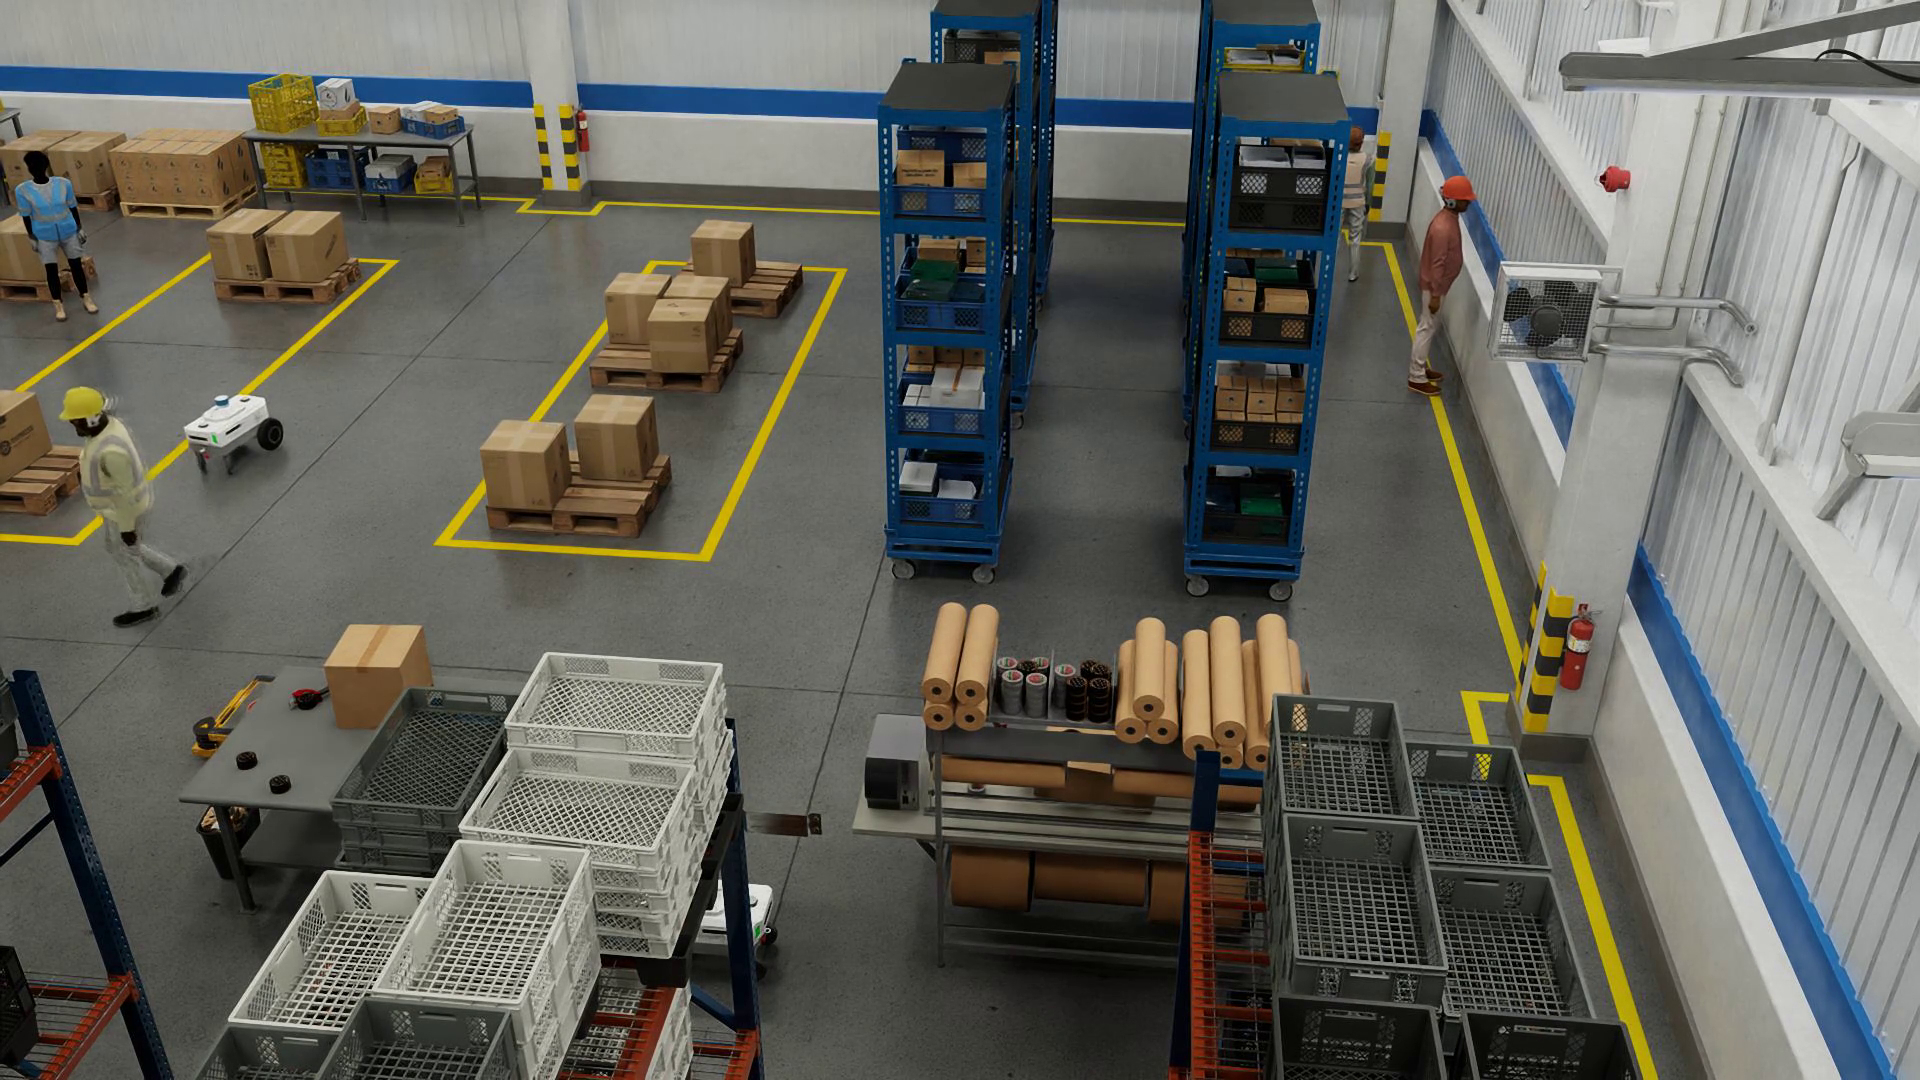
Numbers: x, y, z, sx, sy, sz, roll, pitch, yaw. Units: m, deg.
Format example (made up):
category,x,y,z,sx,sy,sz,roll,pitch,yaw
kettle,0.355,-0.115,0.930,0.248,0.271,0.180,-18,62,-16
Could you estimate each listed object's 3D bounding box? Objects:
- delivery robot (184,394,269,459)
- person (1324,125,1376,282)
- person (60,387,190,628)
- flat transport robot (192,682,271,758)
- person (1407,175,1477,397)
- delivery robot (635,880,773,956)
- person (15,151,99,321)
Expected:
category,x,y,z,sx,sy,sz,roll,pitch,yaw
delivery robot,-6.147,-0.976,13.952,0.477,0.478,0.707,9,32,16
person,4.022,-3.483,17.279,0.520,1.639,0.315,4,30,7
person,-5.818,-0.248,11.545,0.485,1.811,0.617,-17,34,-26
flat transport robot,-4.089,1.163,10.648,1.431,0.197,0.652,3,30,6
person,4.297,-2.292,14.882,0.394,1.994,0.612,10,32,17
delivery robot,-1.361,1.987,8.863,0.707,0.478,0.477,3,30,6
person,-8.924,-3.019,16.420,0.537,1.698,0.320,-21,36,-32
